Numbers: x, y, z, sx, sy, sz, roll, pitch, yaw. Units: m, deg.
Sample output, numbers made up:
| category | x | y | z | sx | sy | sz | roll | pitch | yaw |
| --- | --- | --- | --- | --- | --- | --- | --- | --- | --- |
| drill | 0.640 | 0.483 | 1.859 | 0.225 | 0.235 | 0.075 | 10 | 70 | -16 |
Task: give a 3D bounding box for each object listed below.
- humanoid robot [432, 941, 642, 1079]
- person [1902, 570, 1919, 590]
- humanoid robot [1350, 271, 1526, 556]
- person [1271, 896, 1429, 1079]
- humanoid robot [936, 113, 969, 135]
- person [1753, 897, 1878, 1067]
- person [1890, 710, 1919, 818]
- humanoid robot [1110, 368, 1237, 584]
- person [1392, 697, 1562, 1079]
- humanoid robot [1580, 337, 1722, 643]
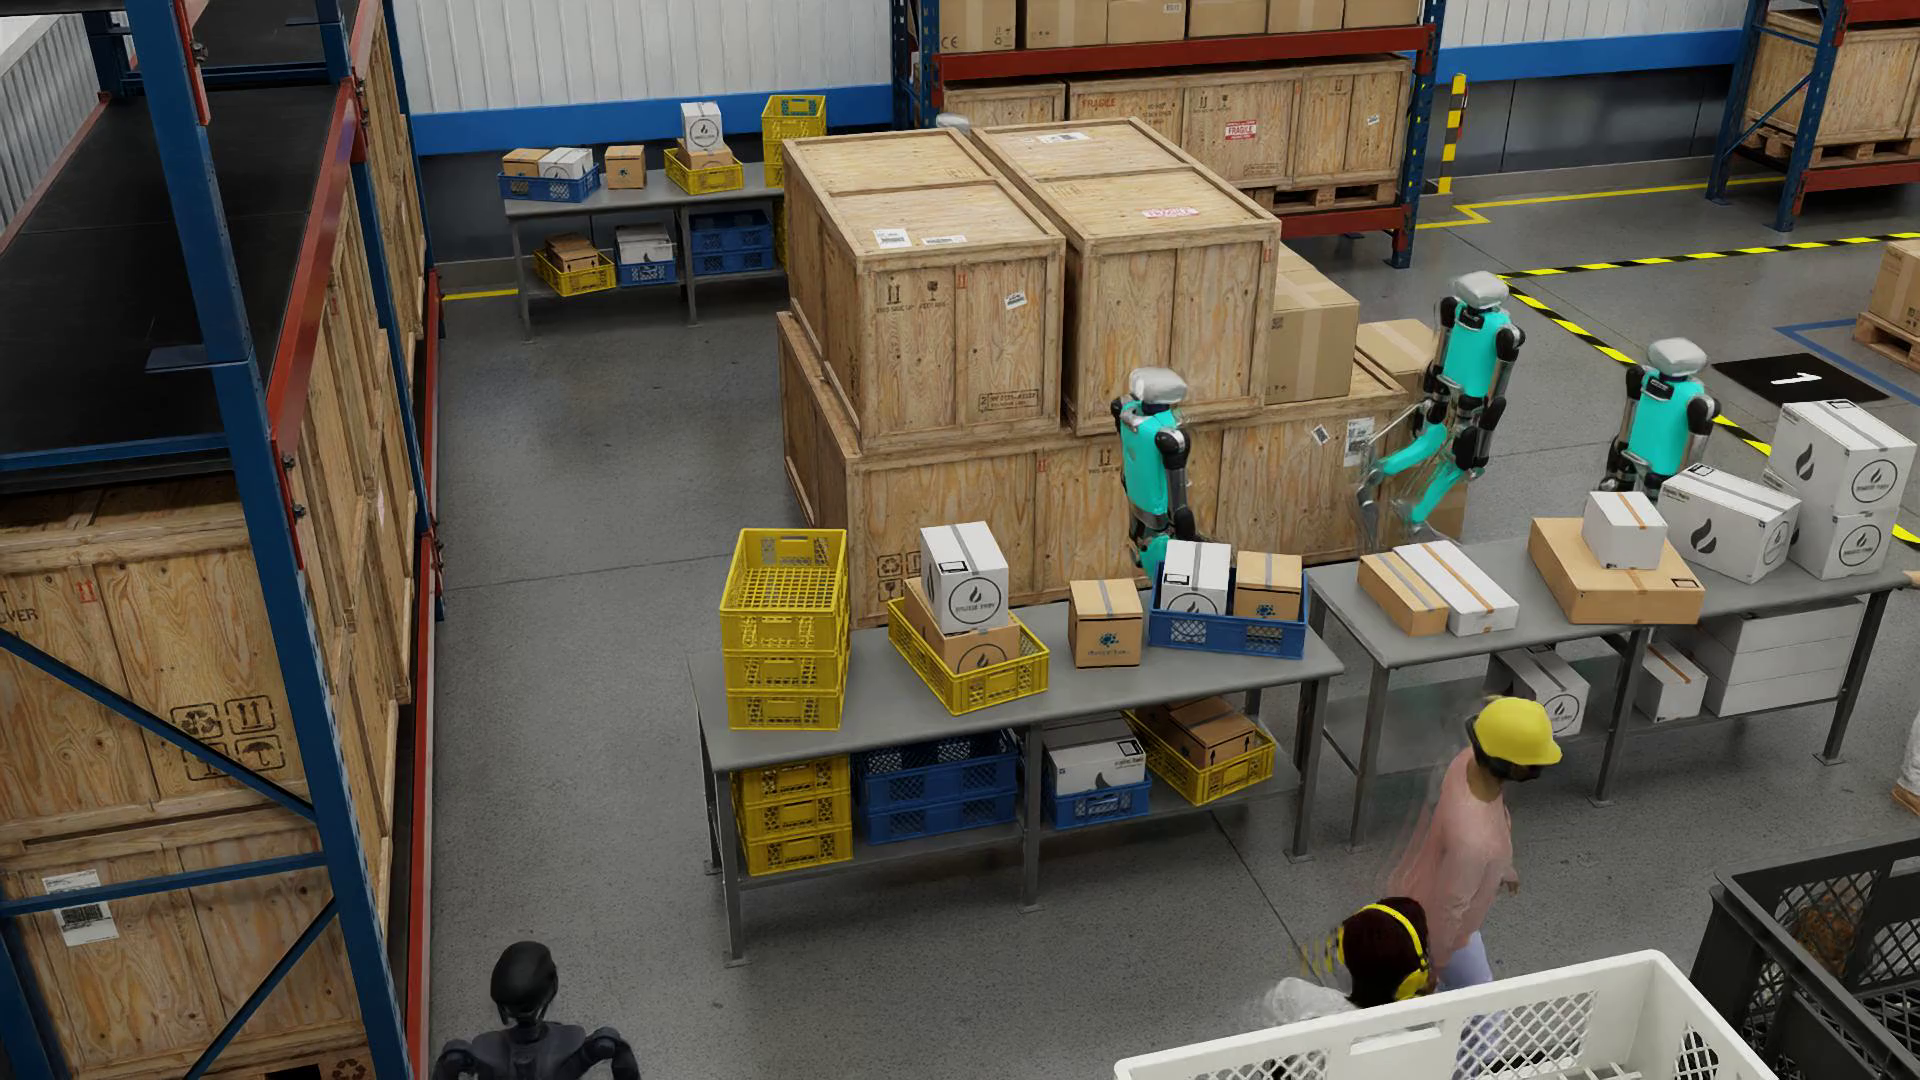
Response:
| category | x | y | z | sx | sy | sz | roll | pitch | yaw |
| --- | --- | --- | --- | --- | --- | --- | --- | --- | --- |
| humanoid robot | -1.090 | 1.793 | 4.439 | 0.608 | 1.639 | 0.718 | -4 | 29 | -7 |
| person | 5.176 | -0.555 | 8.289 | 0.386 | 2.039 | 0.614 | 0 | 29 | 0 |
| humanoid robot | 2.373 | -0.484 | 8.522 | 1.032 | 1.766 | 0.555 | -13 | 31 | -22 |
| person | 1.037 | 1.677 | 4.470 | 0.490 | 1.807 | 1.017 | 20 | 35 | 32 |
| humanoid robot | 0.251 | -1.997 | 11.270 | 0.908 | 1.823 | 0.549 | -8 | 30 | -14 |
| person | 2.160 | 1.651 | 4.506 | 0.511 | 1.825 | 0.686 | 24 | 37 | 36 |
| person | 4.307 | 0.341 | 6.881 | 0.629 | 1.835 | 0.429 | -16 | 33 | -27 |
| humanoid robot | 1.066 | 0.053 | 7.575 | 0.785 | 1.847 | 0.541 | -12 | 31 | -21 |
| person | 1.678 | 1.228 | 5.371 | 0.809 | 1.733 | 0.543 | 5 | 29 | 8 |
| humanoid robot | 2.963 | -0.056 | 7.751 | 1.034 | 1.771 | 0.537 | -9 | 30 | -16 |
